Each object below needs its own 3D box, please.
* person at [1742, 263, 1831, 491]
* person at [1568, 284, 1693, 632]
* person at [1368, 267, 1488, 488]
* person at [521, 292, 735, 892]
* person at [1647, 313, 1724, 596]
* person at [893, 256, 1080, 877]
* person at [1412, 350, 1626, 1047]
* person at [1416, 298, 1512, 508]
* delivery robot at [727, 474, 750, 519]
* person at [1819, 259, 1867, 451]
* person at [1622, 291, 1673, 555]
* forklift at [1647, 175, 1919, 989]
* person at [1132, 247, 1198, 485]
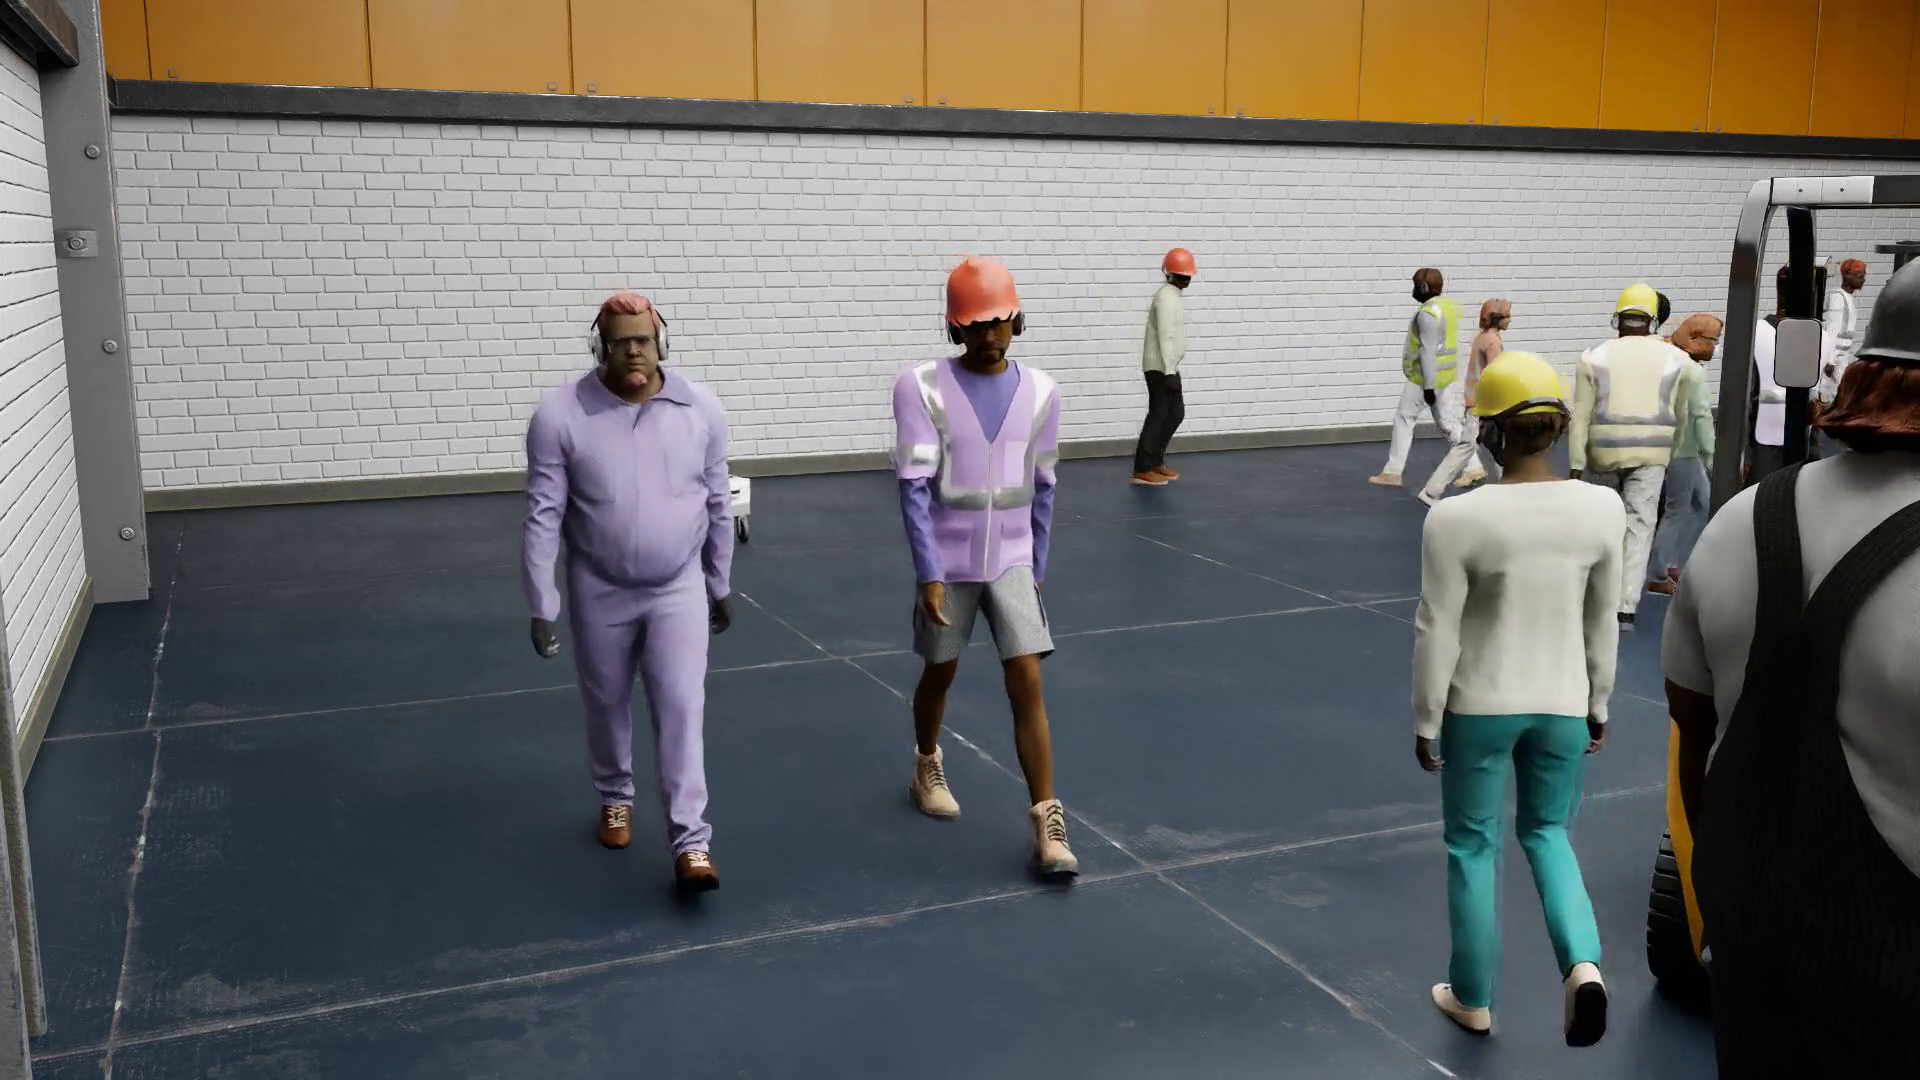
[{"bbox_3d":[4.139,-0.454,8.455,0.589,1.914,0.392,-4,11,-23],"label":"person"},{"bbox_3d":[3.528,-0.454,8.829,0.598,1.777,0.931,3,11,16],"label":"person"},{"bbox_3d":[3.878,-1.308,13.522,0.921,1.806,0.622,8,13,36],"label":"person"},{"bbox_3d":[-1.024,0.158,5.244,0.682,1.850,0.988,-3,11,-18],"label":"person"},{"bbox_3d":[4.110,-0.467,9.372,0.405,1.612,0.497,3,11,17],"label":"person"},{"bbox_3d":[0.063,0.062,5.489,0.599,1.977,1.048,-3,11,-16],"label":"person"},{"bbox_3d":[1.375,0.420,4.070,0.534,1.752,0.495,-1,10,-6],"label":"person"},{"bbox_3d":[3.816,-0.982,12.247,0.870,1.596,0.517,1,10,7],"label":"person"},{"bbox_3d":[-1.725,-0.284,11.005,0.477,0.478,0.707,8,13,38],"label":"delivery robot"},{"bbox_3d":[8.278,-1.761,15.897,0.983,1.841,0.629,9,14,42],"label":"person"},{"bbox_3d":[4.297,-0.706,10.438,0.536,1.696,0.321,-4,11,-21],"label":"person"},{"bbox_3d":[2.810,0.094,4.662,1.214,2.155,2.313,7,12,34],"label":"forklift"},{"bbox_3d":[1.672,-1.403,13.579,0.574,1.947,0.641,3,11,19],"label":"person"}]
